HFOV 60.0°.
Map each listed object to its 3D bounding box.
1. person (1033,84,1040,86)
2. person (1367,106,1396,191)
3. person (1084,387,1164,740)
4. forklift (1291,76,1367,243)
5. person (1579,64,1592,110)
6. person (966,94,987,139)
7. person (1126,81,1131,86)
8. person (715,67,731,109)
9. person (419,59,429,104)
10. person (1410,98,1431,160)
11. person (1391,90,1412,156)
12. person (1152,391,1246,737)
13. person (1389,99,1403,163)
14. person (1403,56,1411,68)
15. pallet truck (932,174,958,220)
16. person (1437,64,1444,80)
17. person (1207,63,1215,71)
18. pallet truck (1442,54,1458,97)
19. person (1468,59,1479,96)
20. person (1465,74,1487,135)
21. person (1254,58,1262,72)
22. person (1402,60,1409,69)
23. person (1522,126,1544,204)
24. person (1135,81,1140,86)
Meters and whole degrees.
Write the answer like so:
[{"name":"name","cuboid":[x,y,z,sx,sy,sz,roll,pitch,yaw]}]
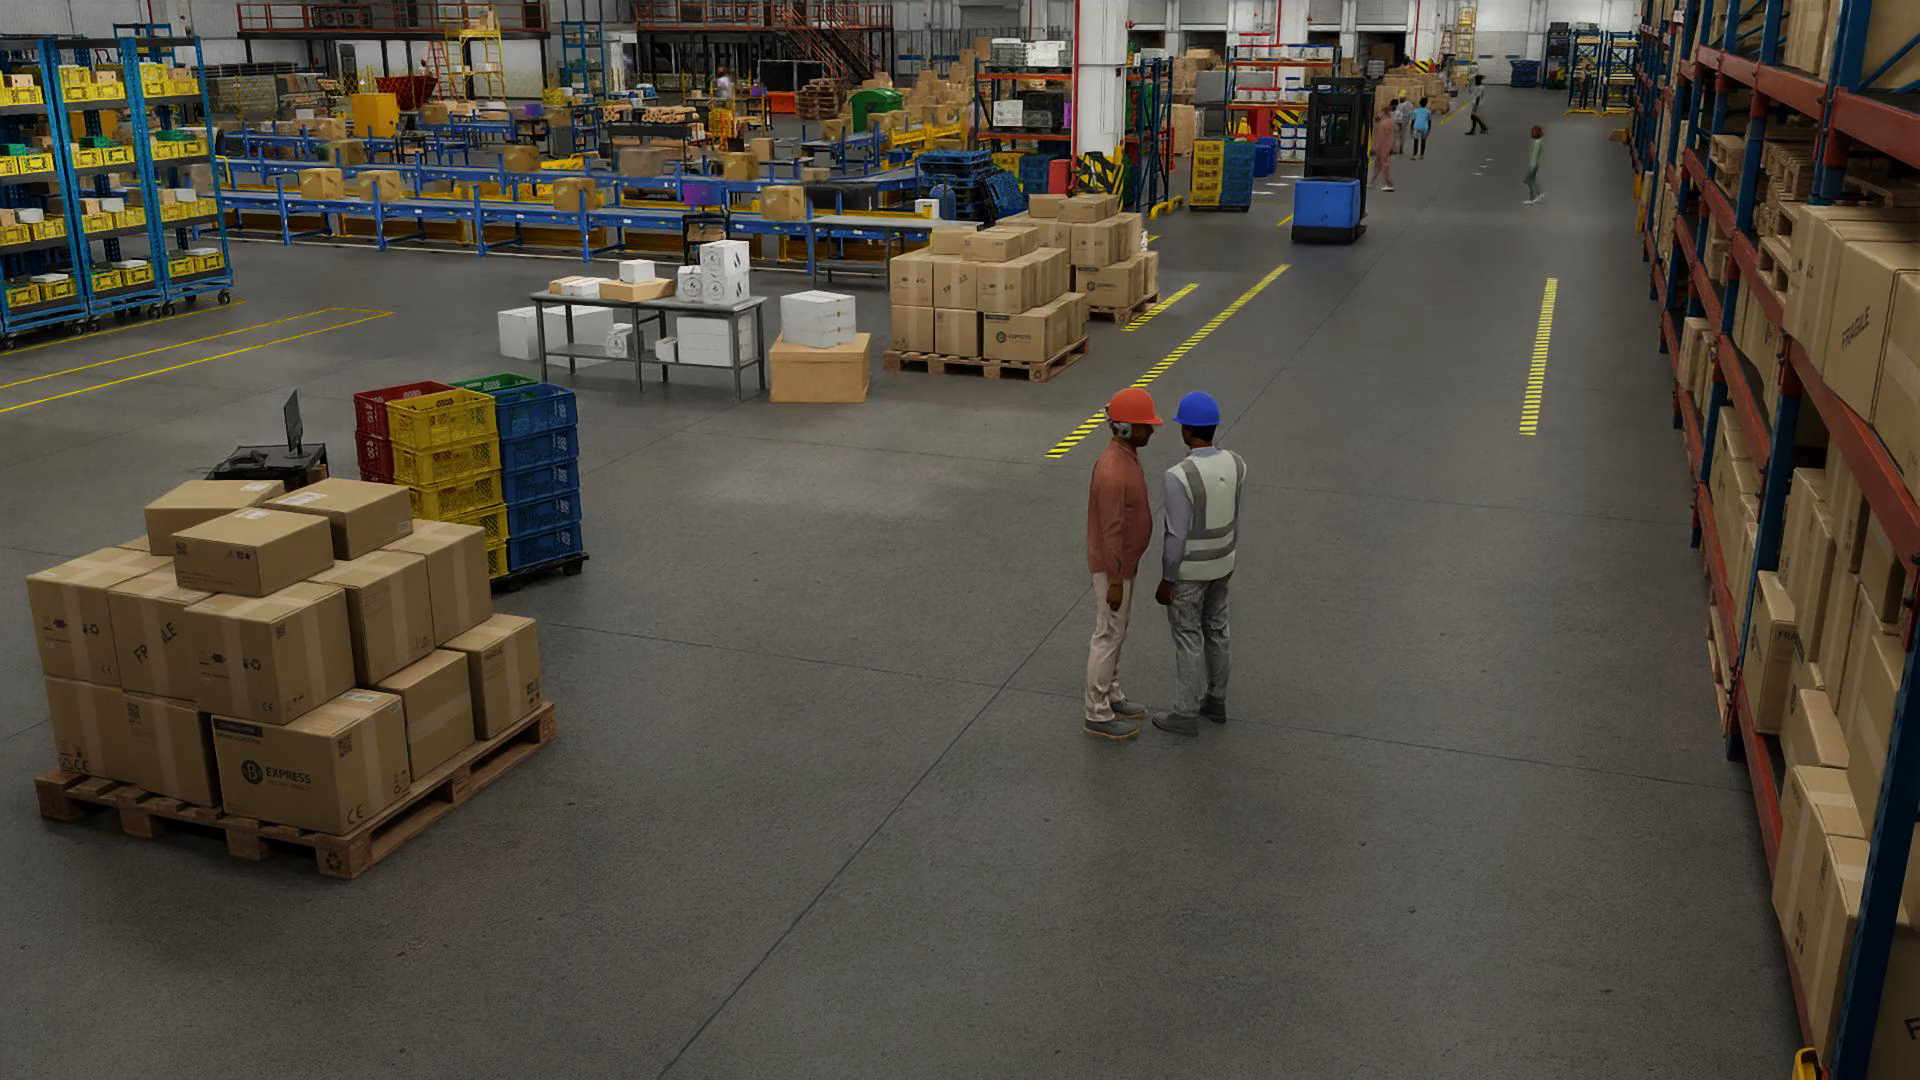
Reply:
[{"name":"person","cuboid":[3.541,-20.993,75.678,0.678,1.915,0.580,-2,18,-6]},{"name":"person","cuboid":[9.471,-8.856,37.613,0.931,1.864,0.668,11,21,32]},{"name":"person","cuboid":[0.899,0.128,9.217,0.402,1.987,0.608,3,18,11]},{"name":"forklift","cuboid":[6.598,-6.755,29.381,1.129,2.768,1.873,6,19,19]},{"name":"person","cuboid":[25.734,-18.625,68.356,0.506,1.847,0.345,-7,19,-20]},{"name":"person","cuboid":[0.455,-11.384,45.751,0.536,1.749,0.418,9,20,25]},{"name":"person","cuboid":[6.048,-16.118,60.240,0.385,1.994,0.611,-2,18,-6]},{"name":"person","cuboid":[-8.477,-15.728,59.003,0.985,1.993,0.628,8,19,24]},{"name":"person","cuboid":[-23.505,-20.110,72.965,0.358,1.881,0.574,-1,18,-3]},{"name":"person","cuboid":[12.579,-11.213,45.414,0.566,1.637,0.642,4,18,14]},{"name":"person","cuboid":[12.427,-11.761,46.892,0.623,1.792,0.932,5,18,15]},{"name":"person","cuboid":[1.312,0.134,9.247,0.616,1.945,0.404,-16,24,-41]},{"name":"person","cuboid":[11.497,-10.891,44.312,0.542,1.673,0.608,4,18,13]},{"name":"person","cuboid":[21.593,-22.430,80.352,0.492,1.818,0.651,6,19,19]},{"name":"pallet truck","cuboid":[-0.507,-5.292,27.348,0.653,1.274,1.630,6,19,19]},{"name":"person","cuboid":[19.635,-18.625,68.368,0.662,1.846,0.521,4,18,12]},{"name":"person","cuboid":[9.779,-17.725,65.213,1.071,2.000,0.677,14,22,37]},{"name":"pallet truck","cuboid":[22.765,-21.886,78.355,0.823,1.965,1.885,-4,18,-14]},{"name":"person","cuboid":[24.635,-22.208,79.856,0.496,1.697,0.923,4,18,12]},{"name":"person","cuboid":[16.866,-14.164,54.159,0.554,1.952,0.638,4,18,12]},{"name":"person","cuboid":[15.771,-24.943,88.041,0.384,1.949,0.604,7,19,20]},{"name":"person","cuboid":[21.137,-21.918,78.965,0.569,1.674,0.552,-9,20,-26]},{"name":"person","cuboid":[12.019,-7.846,34.854,0.366,1.617,0.518,7,19,22]},{"name":"person","cuboid":[8.763,-22.949,81.804,0.373,1.933,0.627,-13,22,-34]}]
